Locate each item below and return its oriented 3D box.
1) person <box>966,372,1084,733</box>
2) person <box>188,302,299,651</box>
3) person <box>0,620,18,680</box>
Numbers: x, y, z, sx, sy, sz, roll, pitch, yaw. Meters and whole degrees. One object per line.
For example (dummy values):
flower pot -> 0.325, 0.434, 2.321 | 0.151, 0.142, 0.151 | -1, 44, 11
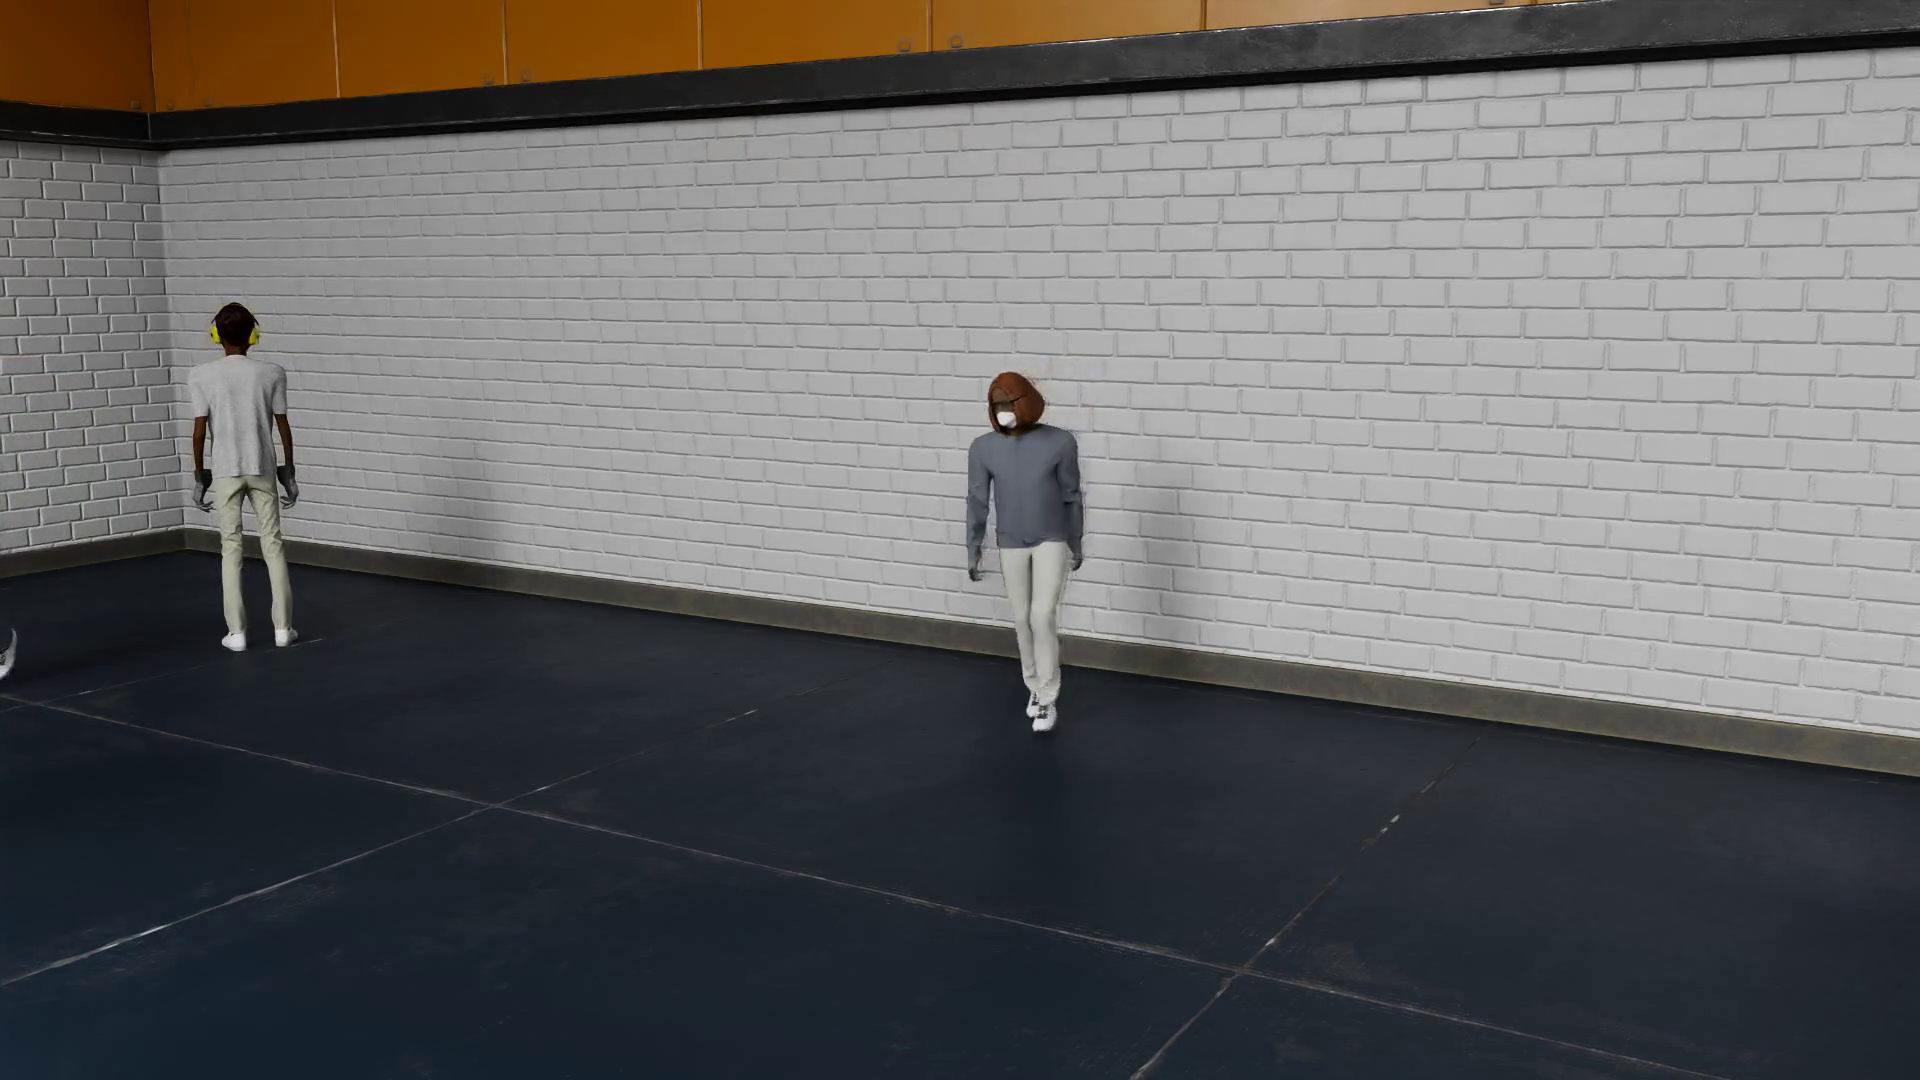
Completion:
person -> 0.286, 0.047, 7.413 | 0.504, 1.586, 0.652 | 3, 9, 16
person -> -3.855, -0.337, 8.964 | 0.534, 1.868, 0.310 | -5, 10, -26
person -> -4.744, -0.012, 7.752 | 0.515, 1.613, 0.610 | 1, 9, 4
